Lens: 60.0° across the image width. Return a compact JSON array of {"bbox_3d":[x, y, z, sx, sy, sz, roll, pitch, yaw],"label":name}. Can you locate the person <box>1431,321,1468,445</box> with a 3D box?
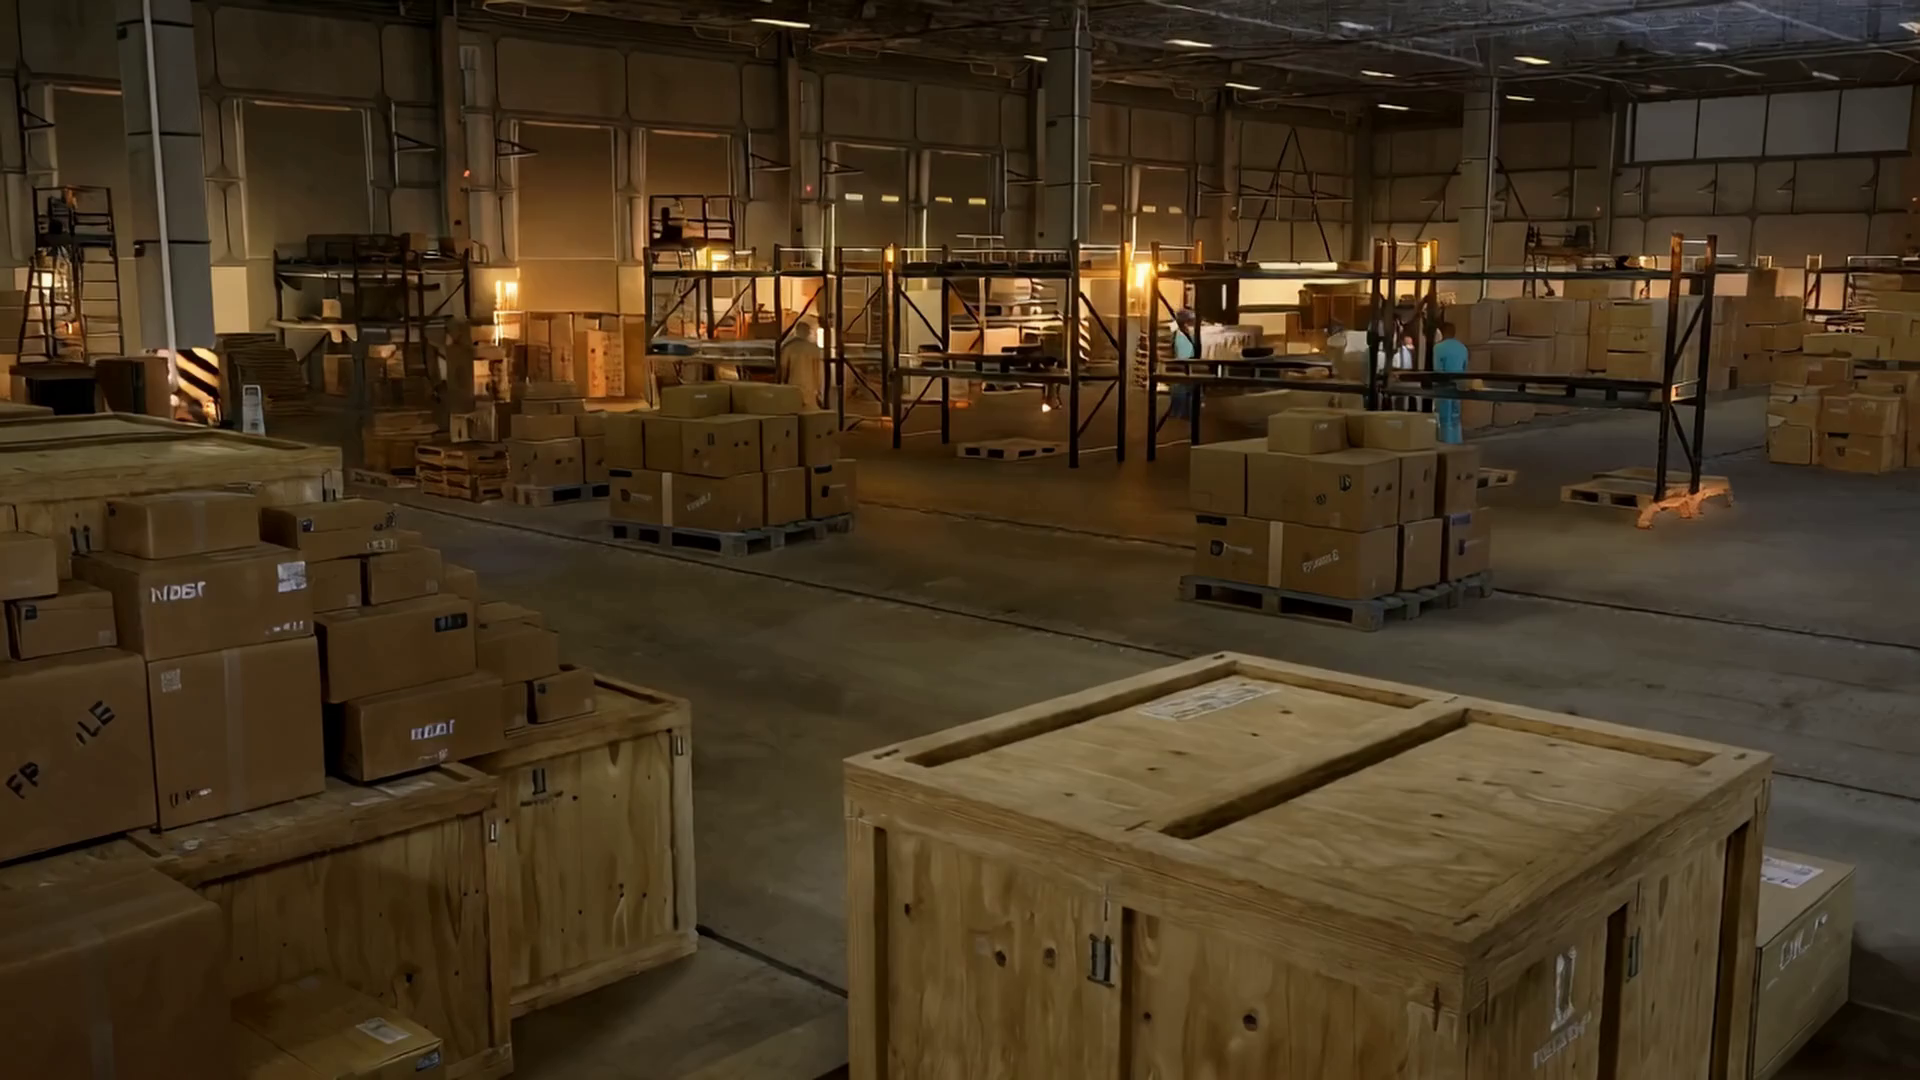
[{"bbox_3d":[6.791,-2.075,23.191,0.623,1.932,0.368,-6,11,-31],"label":"person"}]

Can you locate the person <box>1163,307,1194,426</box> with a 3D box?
[{"bbox_3d":[3.685,-2.936,28.112,0.573,2.000,0.720,1,9,5],"label":"person"}]

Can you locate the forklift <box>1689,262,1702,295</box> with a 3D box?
[{"bbox_3d":[19.826,-6.107,44.990,1.873,2.768,1.129,4,10,24],"label":"forklift"}]

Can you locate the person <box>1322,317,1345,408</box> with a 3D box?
[{"bbox_3d":[5.698,-2.442,25.447,0.368,1.932,0.623,5,11,29],"label":"person"}]

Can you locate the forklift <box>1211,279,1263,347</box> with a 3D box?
[{"bbox_3d":[7.356,-6.273,46.008,1.873,2.768,1.129,9,13,43],"label":"forklift"}]

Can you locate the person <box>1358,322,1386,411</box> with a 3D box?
[{"bbox_3d":[5.955,-2.266,24.467,0.695,1.897,0.591,4,10,21],"label":"person"}]

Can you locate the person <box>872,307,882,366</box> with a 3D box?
[{"bbox_3d":[-2.179,-5.391,44.427,0.314,1.633,0.519,-1,9,-7],"label":"person"}]

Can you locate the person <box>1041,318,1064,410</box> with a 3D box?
[{"bbox_3d":[1.760,-3.322,31.418,0.486,1.738,0.320,-5,10,-26],"label":"person"}]

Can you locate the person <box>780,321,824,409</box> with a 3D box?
[{"bbox_3d":[-2.200,-2.095,23.279,0.628,1.936,0.375,3,10,18],"label":"person"}]

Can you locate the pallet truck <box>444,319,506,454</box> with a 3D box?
[{"bbox_3d":[-6.981,-1.942,22.150,1.885,1.965,0.823,1,9,9],"label":"pallet truck"}]

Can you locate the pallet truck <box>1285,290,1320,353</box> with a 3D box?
[{"bbox_3d":[11.297,-6.951,52.861,1.885,1.965,0.823,-5,11,-29],"label":"pallet truck"}]
